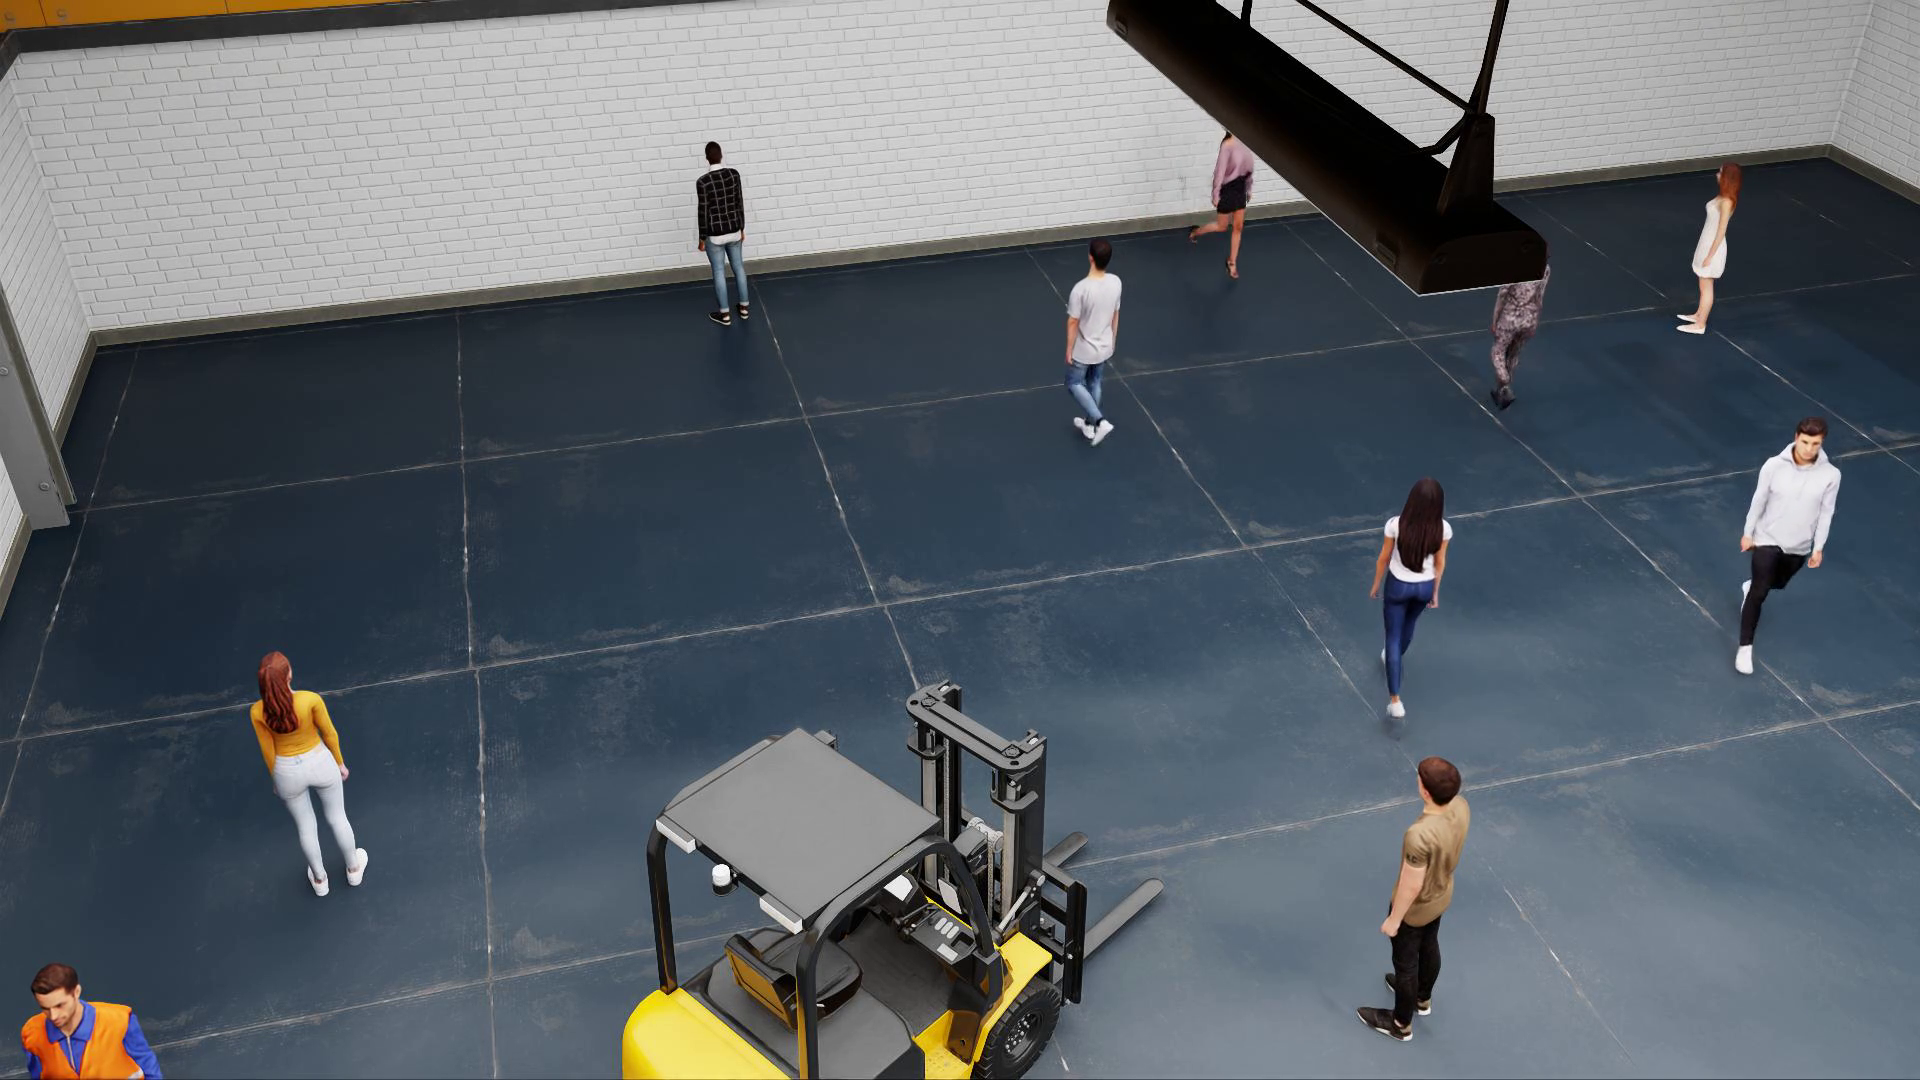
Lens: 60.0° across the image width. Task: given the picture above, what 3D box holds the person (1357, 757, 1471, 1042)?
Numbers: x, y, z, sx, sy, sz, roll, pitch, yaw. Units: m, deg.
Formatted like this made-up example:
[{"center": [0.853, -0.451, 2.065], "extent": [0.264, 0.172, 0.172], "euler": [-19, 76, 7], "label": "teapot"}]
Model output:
[{"center": [2.443, 1.896, 8.807], "extent": [0.755, 1.850, 0.753], "euler": [27, 42, 35], "label": "person"}]

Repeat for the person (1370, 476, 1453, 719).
[{"center": [3.011, 0.403, 11.148], "extent": [0.866, 1.744, 1.200], "euler": [2, 34, 4], "label": "person"}]

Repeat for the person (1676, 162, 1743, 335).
[{"center": [7.256, -2.816, 16.022], "extent": [0.707, 1.709, 0.624], "euler": [12, 36, 18], "label": "person"}]

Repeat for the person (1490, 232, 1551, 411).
[{"center": [4.910, -1.875, 14.614], "extent": [0.710, 1.702, 0.930], "euler": [0, 34, 0], "label": "person"}]

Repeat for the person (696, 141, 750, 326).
[{"center": [-2.300, -2.985, 16.176], "extent": [0.734, 1.820, 0.684], "euler": [-20, 39, -28], "label": "person"}]

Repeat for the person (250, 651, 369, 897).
[{"center": [-3.810, 1.362, 9.699], "extent": [0.595, 1.751, 0.583], "euler": [-12, 35, -17], "label": "person"}]

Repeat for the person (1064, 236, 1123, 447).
[{"center": [1.154, -1.633, 14.094], "extent": [0.828, 1.874, 0.981], "euler": [-19, 38, -26], "label": "person"}]

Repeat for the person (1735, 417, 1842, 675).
[{"center": [5.780, -0.056, 11.700], "extent": [1.055, 1.897, 1.293], "euler": [7, 34, 11], "label": "person"}]

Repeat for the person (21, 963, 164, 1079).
[{"center": [-3.935, 2.633, 7.685], "extent": [0.682, 1.864, 0.599], "euler": [-10, 35, -15], "label": "person"}]

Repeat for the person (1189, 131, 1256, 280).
[{"center": [2.712, -3.578, 17.098], "extent": [0.859, 1.788, 1.049], "euler": [-23, 40, -31], "label": "person"}]
